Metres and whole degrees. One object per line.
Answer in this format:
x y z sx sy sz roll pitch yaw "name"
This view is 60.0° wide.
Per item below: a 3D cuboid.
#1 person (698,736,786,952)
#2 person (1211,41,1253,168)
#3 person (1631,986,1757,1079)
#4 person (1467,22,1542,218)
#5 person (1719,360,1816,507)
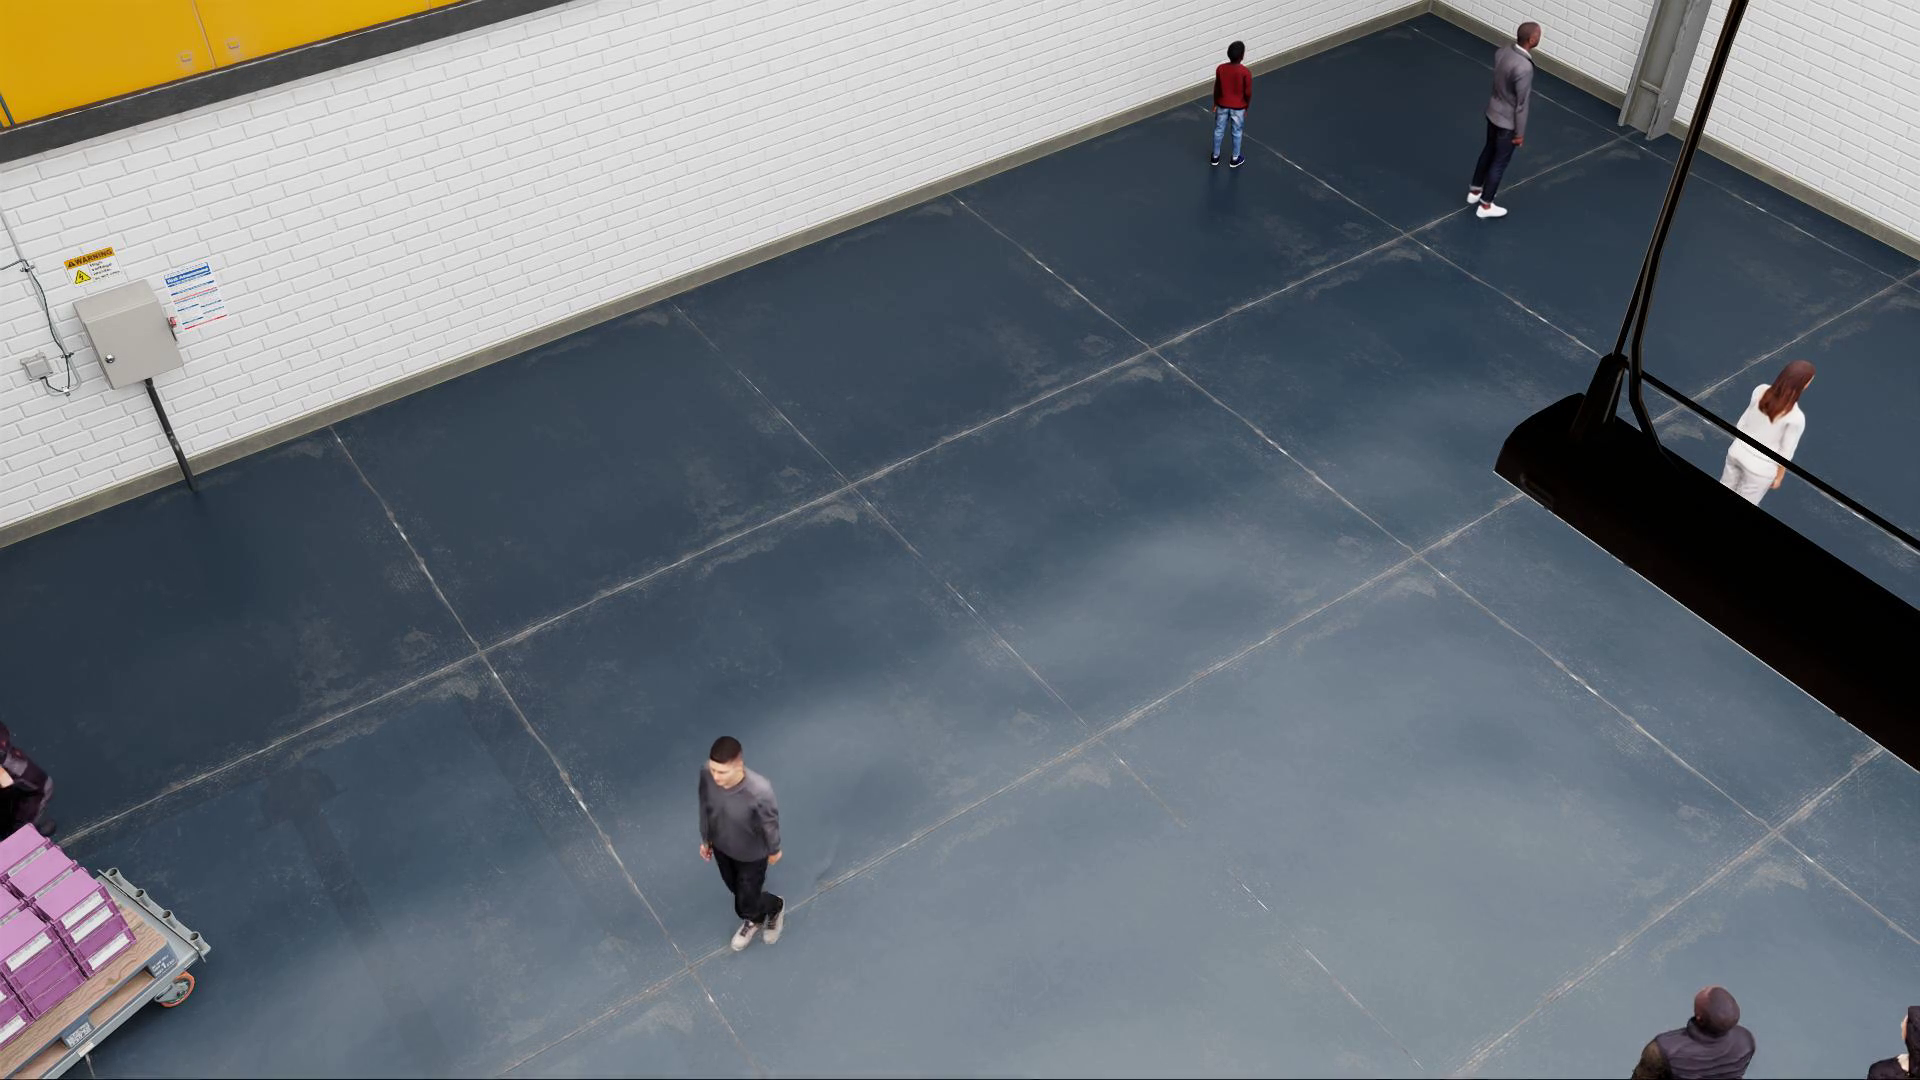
-1.171 1.621 9.206 0.703 1.752 0.790 22 48 21 "person"
2.538 -4.081 15.551 0.569 1.256 0.650 15 46 15 "person"
3.411 2.771 7.952 0.969 1.817 1.135 -6 44 -7 "person"
4.832 -3.747 14.796 0.860 1.814 0.701 -6 44 -6 "person"
5.515 -0.561 11.544 0.683 1.688 0.507 -20 47 -20 "person"
